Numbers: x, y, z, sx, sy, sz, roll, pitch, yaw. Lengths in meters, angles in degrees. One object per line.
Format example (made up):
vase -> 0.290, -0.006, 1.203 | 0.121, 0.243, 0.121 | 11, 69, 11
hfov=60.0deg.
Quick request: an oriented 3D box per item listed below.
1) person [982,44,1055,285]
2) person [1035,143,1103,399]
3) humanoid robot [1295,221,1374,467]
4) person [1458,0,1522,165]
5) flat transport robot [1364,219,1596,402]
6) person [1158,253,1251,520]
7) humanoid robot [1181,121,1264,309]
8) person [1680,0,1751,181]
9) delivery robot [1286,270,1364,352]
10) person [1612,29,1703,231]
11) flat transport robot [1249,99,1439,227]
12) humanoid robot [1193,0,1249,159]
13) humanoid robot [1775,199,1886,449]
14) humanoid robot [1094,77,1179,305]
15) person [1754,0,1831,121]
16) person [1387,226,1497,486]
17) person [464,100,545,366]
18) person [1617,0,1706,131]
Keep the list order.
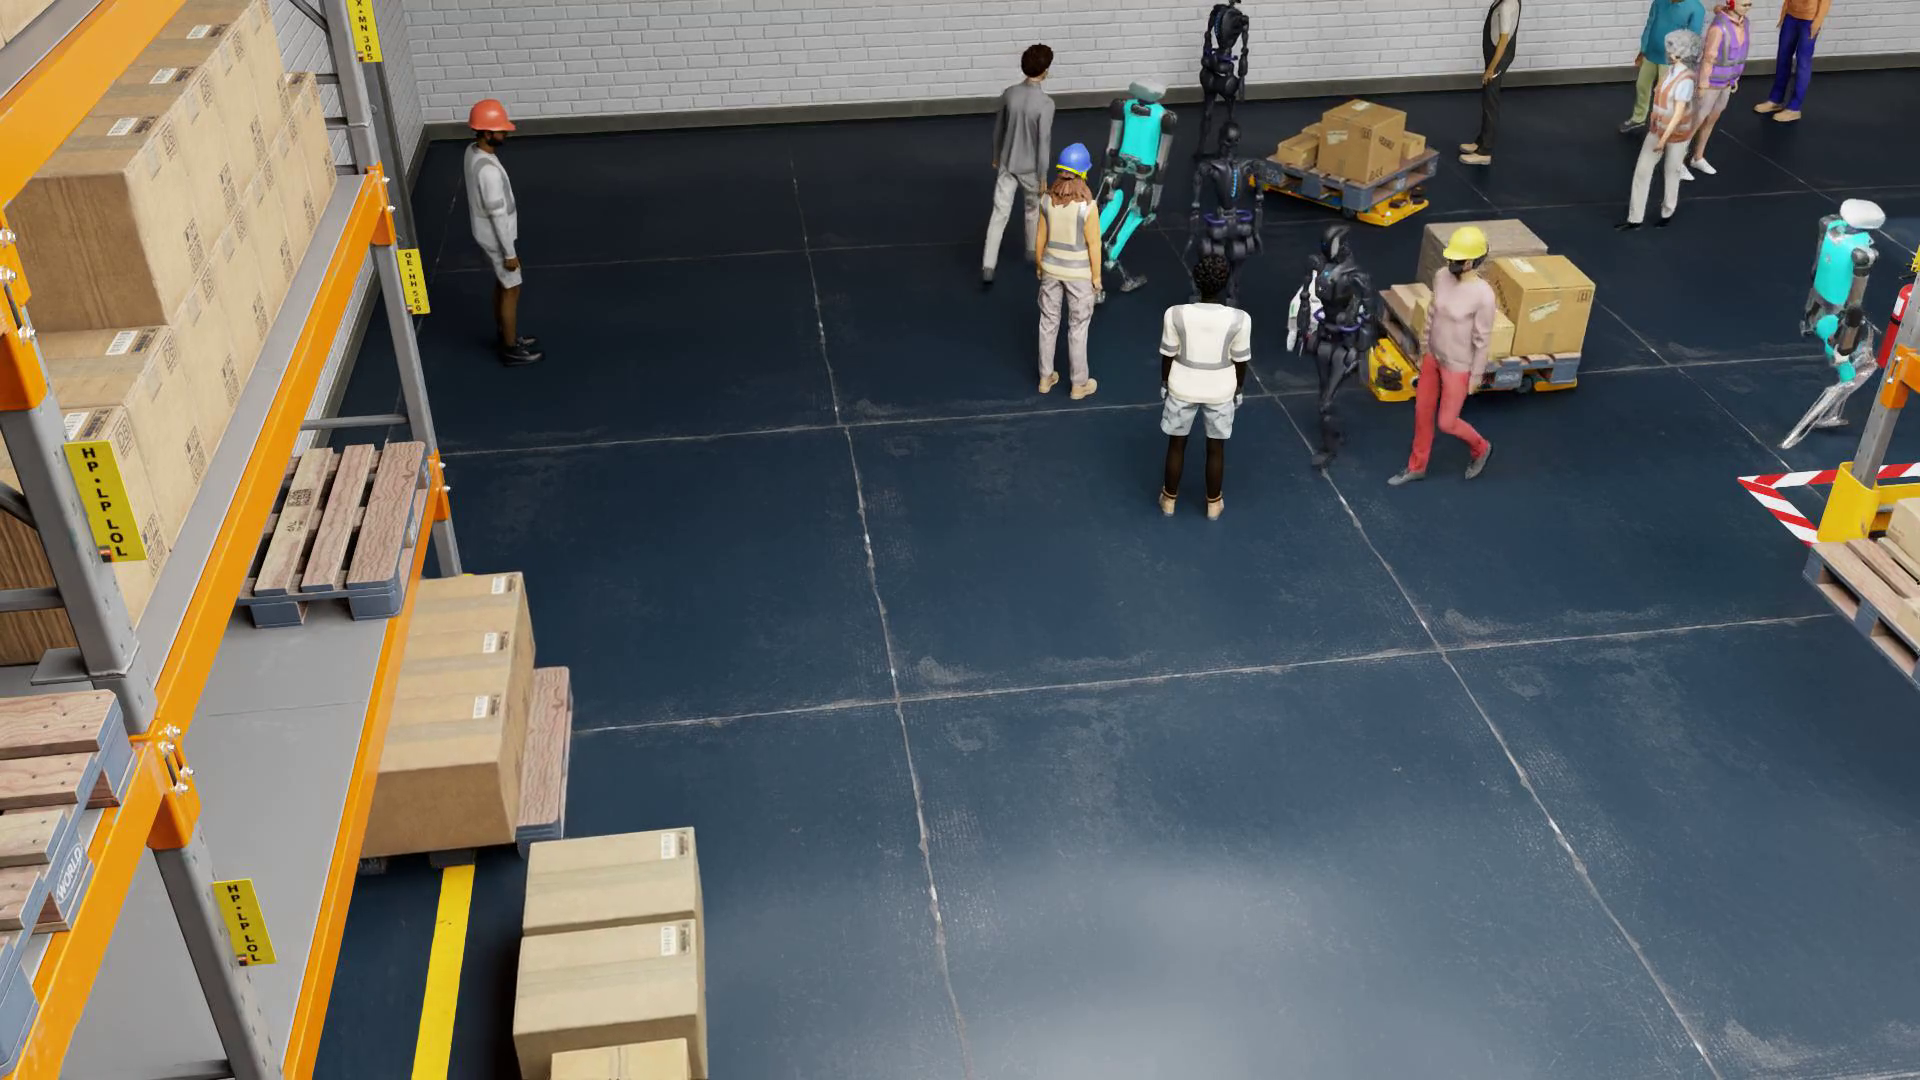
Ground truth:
person -> 0.440, -2.909, 12.867 | 0.588, 1.844, 1.000 | 19, 38, 27
person -> 0.735, -1.811, 11.245 | 0.473, 1.777, 0.323 | 16, 36, 23
humanoid robot -> 2.387, -1.254, 10.500 | 0.419, 1.642, 0.604 | -24, 40, -32
person -> 4.825, -4.325, 15.037 | 0.343, 1.846, 0.507 | 11, 35, 16
flat transport robot -> 3.552, -1.250, 11.767 | 1.431, 0.231, 0.659 | -4, 33, -7
person -> 1.441, -0.893, 9.922 | 0.534, 1.693, 0.321 | 5, 33, 8
humanoid robot -> 1.894, -2.180, 11.901 | 0.609, 1.644, 0.309 | -8, 34, -12
person -> 6.703, -4.047, 14.757 | 0.486, 1.685, 0.352 | -19, 38, -26
delivery robot -> 2.672, -1.717, 12.240 | 0.499, 0.614, 0.808 | 15, 36, 21
person -> 5.826, -3.369, 13.742 | 0.609, 1.645, 0.420 | -11, 35, -16
flat transport robot -> 3.319, -3.097, 14.598 | 1.431, 0.231, 0.659 | 28, 42, 36
humanoid robot -> 2.386, -4.261, 15.096 | 0.416, 1.649, 0.609 | -19, 38, -27
humanoid robot -> 5.731, -1.348, 10.564 | 0.871, 1.747, 0.583 | -4, 33, -6
humanoid robot -> 1.197, -2.490, 12.315 | 0.579, 1.742, 0.927 | 20, 38, 28
person -> 8.137, -5.070, 16.068 | 0.402, 1.975, 0.516 | -12, 35, -17
person -> 3.034, -1.107, 10.191 | 0.540, 1.753, 0.534 | -14, 36, -20
person -> -3.192, -2.125, 11.602 | 0.385, 1.923, 0.547 | -15, 36, -21
person -> 6.542, -4.516, 15.450 | 0.510, 1.715, 0.743 | -15, 36, -21
